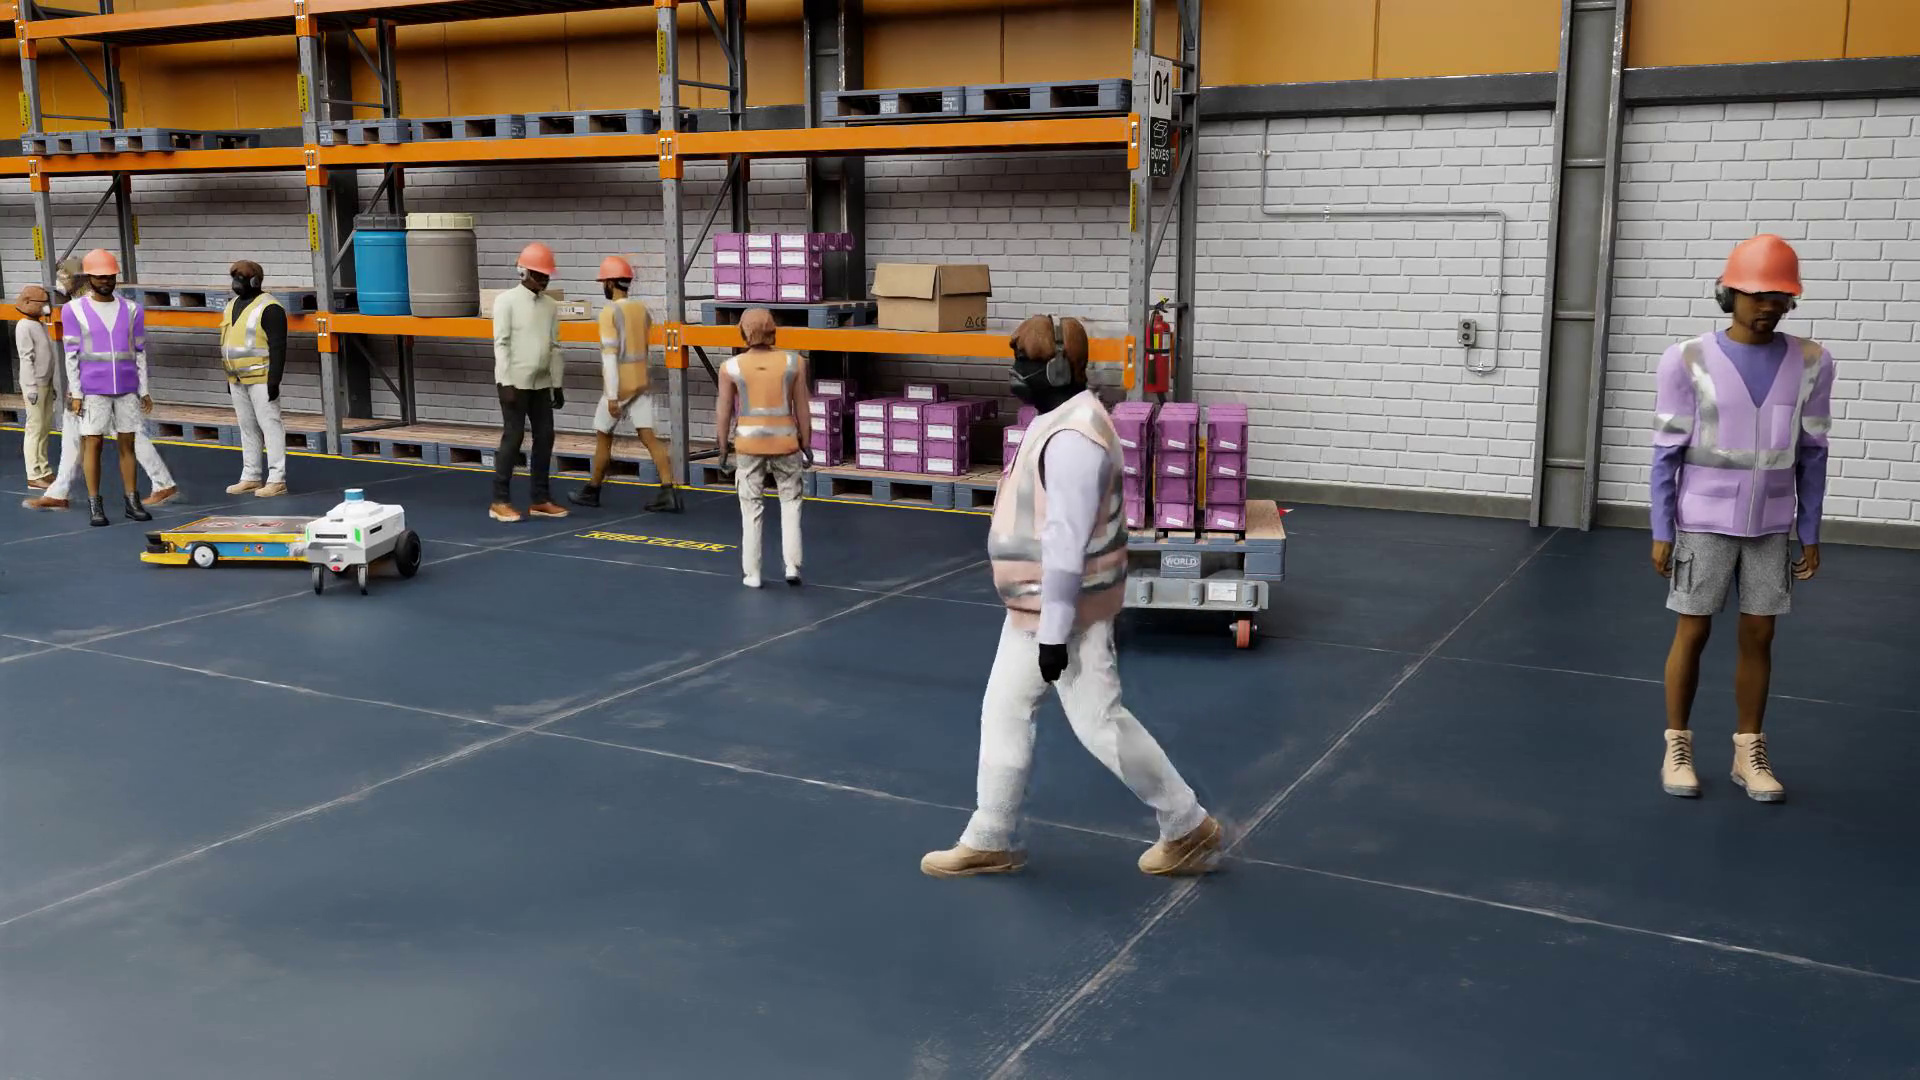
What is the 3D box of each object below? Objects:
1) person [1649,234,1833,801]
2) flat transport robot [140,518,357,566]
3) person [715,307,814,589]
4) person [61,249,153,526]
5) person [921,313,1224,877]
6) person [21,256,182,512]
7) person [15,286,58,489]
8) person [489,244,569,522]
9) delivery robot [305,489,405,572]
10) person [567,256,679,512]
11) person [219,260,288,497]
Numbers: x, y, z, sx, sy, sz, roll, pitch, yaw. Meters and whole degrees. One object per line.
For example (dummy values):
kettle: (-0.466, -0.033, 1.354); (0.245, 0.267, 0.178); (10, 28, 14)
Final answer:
person: (2.783, -0.062, 5.953); (0.608, 2.032, 0.410); (1, 10, 4)
flat transport robot: (-4.285, -0.003, 10.443); (1.431, 0.197, 0.652); (0, 10, 3)
person: (-1.114, -0.511, 9.496); (0.550, 1.632, 0.365); (-2, 10, -10)
person: (-5.994, -1.074, 11.741); (0.544, 1.939, 0.372); (-9, 14, -42)
person: (0.382, 0.200, 5.161); (0.926, 1.807, 0.625); (-1, 10, -4)
person: (-6.384, -1.147, 12.328); (1.069, 1.889, 0.648); (-6, 12, -29)
person: (-7.432, -1.232, 13.443); (0.275, 1.631, 0.507); (-2, 11, -11)
person: (-3.080, -1.116, 11.888); (0.525, 1.967, 0.670); (5, 12, 28)
delivery robot: (-3.515, -0.054, 9.685); (0.477, 0.478, 0.707); (1, 10, 3)
person: (-2.479, -1.143, 12.284); (1.013, 1.884, 0.567); (6, 12, 29)
person: (-5.534, -1.259, 13.018); (0.626, 1.846, 0.429); (6, 12, 30)
